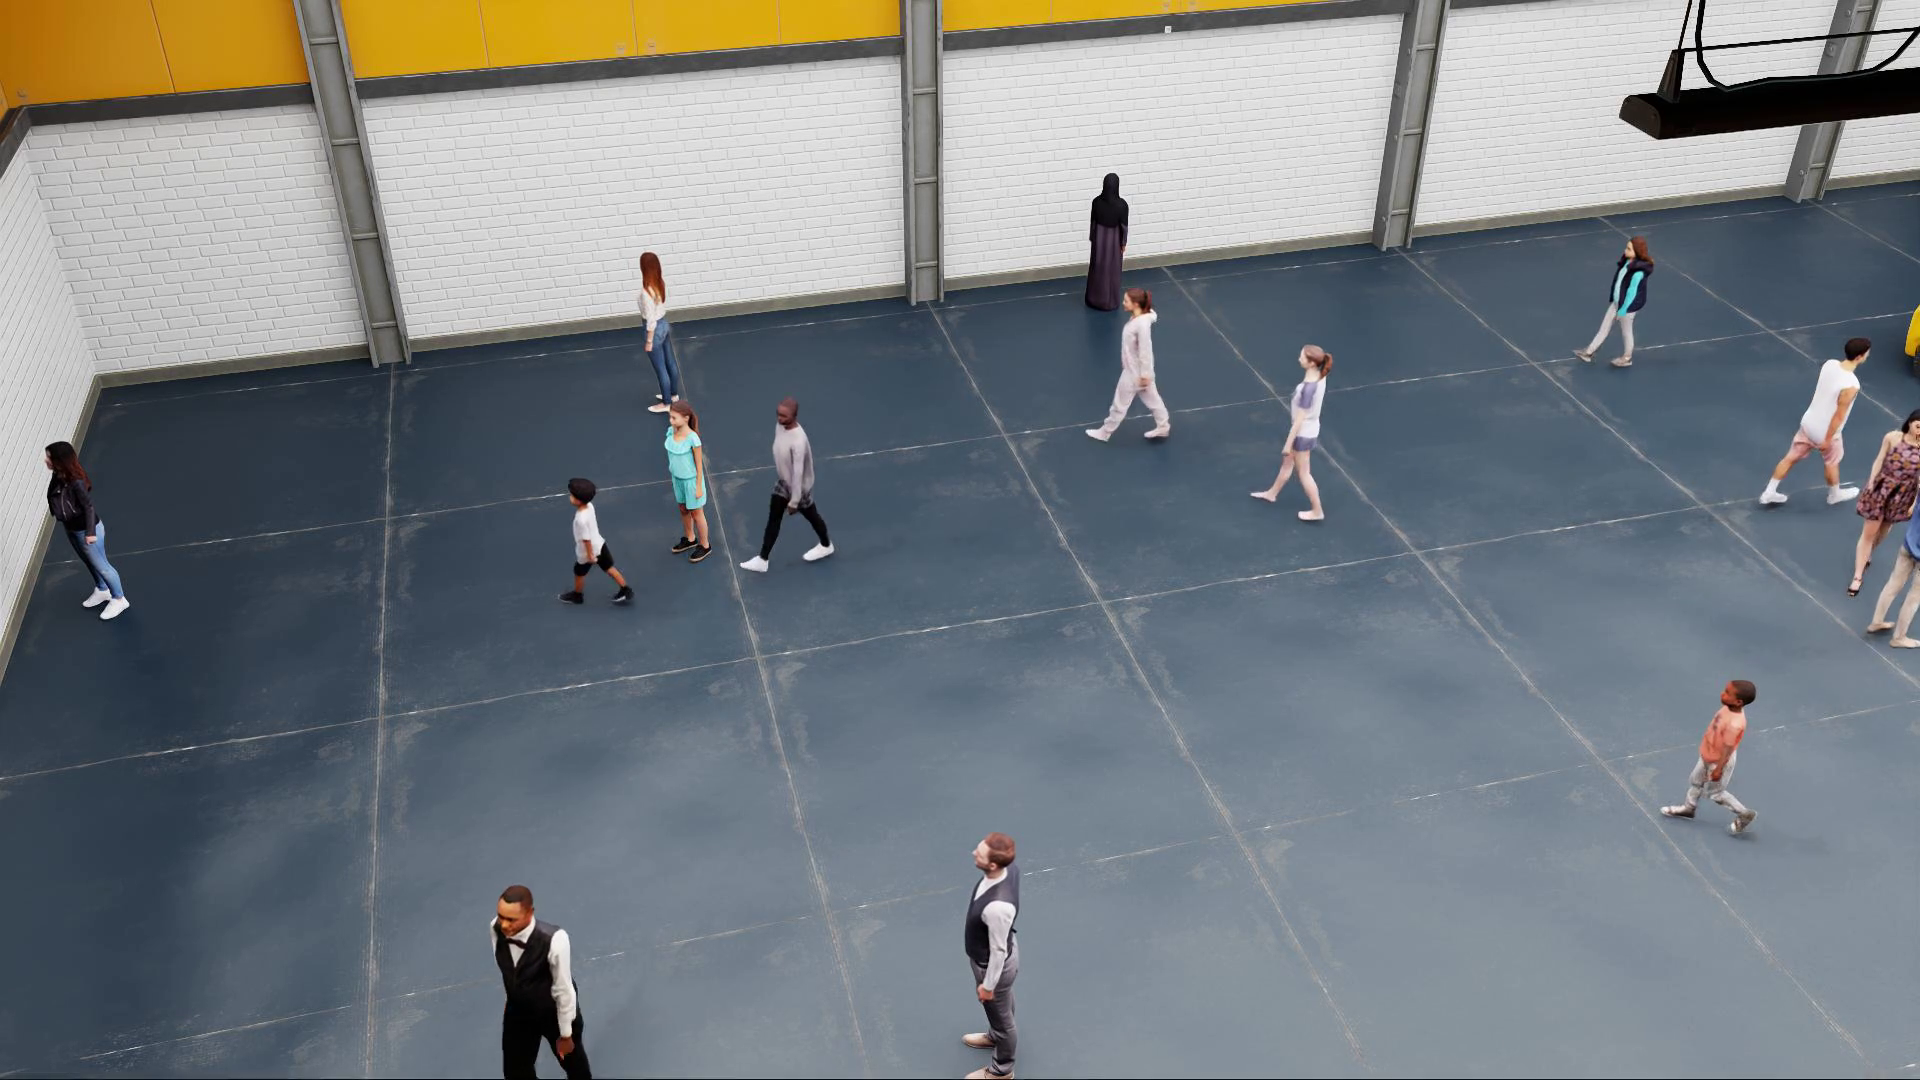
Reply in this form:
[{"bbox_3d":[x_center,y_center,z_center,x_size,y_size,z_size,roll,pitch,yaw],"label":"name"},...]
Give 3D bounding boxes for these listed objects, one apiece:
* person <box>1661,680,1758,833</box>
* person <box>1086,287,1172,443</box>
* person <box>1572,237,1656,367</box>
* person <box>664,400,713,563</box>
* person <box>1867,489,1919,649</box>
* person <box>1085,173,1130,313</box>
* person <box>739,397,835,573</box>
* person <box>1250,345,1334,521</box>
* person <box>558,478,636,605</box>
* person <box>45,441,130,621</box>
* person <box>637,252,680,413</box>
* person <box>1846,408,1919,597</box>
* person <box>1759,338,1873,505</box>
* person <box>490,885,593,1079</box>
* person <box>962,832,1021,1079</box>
[{"bbox_3d":[5.424,1.534,11.734,0.894,1.296,0.743,9,35,14],"label":"person"},{"bbox_3d":[1.831,-1.674,16.249,1.154,1.641,0.861,2,34,3],"label":"person"},{"bbox_3d":[7.130,-2.506,17.647,0.935,1.478,0.694,-2,34,-3],"label":"person"},{"bbox_3d":[-2.392,-0.537,14.613,0.637,1.558,0.671,26,42,34],"label":"person"},{"bbox_3d":[7.804,0.107,13.517,0.562,1.699,0.614,-7,34,-10],"label":"person"},{"bbox_3d":[1.663,-3.393,18.856,0.689,1.617,0.781,10,35,14],"label":"person"},{"bbox_3d":[-1.330,-0.488,14.384,1.218,1.730,0.876,-18,38,-25],"label":"person"},{"bbox_3d":[3.177,-0.936,15.054,1.048,1.735,0.958,16,37,22],"label":"person"},{"bbox_3d":[-3.057,0.035,14.040,0.945,1.239,0.696,4,34,6],"label":"person"},{"bbox_3d":[-7.333,-0.106,13.898,0.723,1.632,0.748,25,41,32],"label":"person"},{"bbox_3d":[-3.058,-2.111,16.827,0.646,1.728,0.646,7,34,10],"label":"person"},{"bbox_3d":[7.980,-0.402,14.259,1.047,1.726,1.120,21,39,28],"label":"person"},{"bbox_3d":[7.789,-1.030,15.200,1.149,1.730,0.699,-5,34,-8],"label":"person"},{"bbox_3d":[-2.350,2.604,9.586,1.046,1.891,1.082,13,36,19],"label":"person"},{"bbox_3d":[0.211,2.443,9.786,0.667,1.937,0.718,1,34,1],"label":"person"}]
